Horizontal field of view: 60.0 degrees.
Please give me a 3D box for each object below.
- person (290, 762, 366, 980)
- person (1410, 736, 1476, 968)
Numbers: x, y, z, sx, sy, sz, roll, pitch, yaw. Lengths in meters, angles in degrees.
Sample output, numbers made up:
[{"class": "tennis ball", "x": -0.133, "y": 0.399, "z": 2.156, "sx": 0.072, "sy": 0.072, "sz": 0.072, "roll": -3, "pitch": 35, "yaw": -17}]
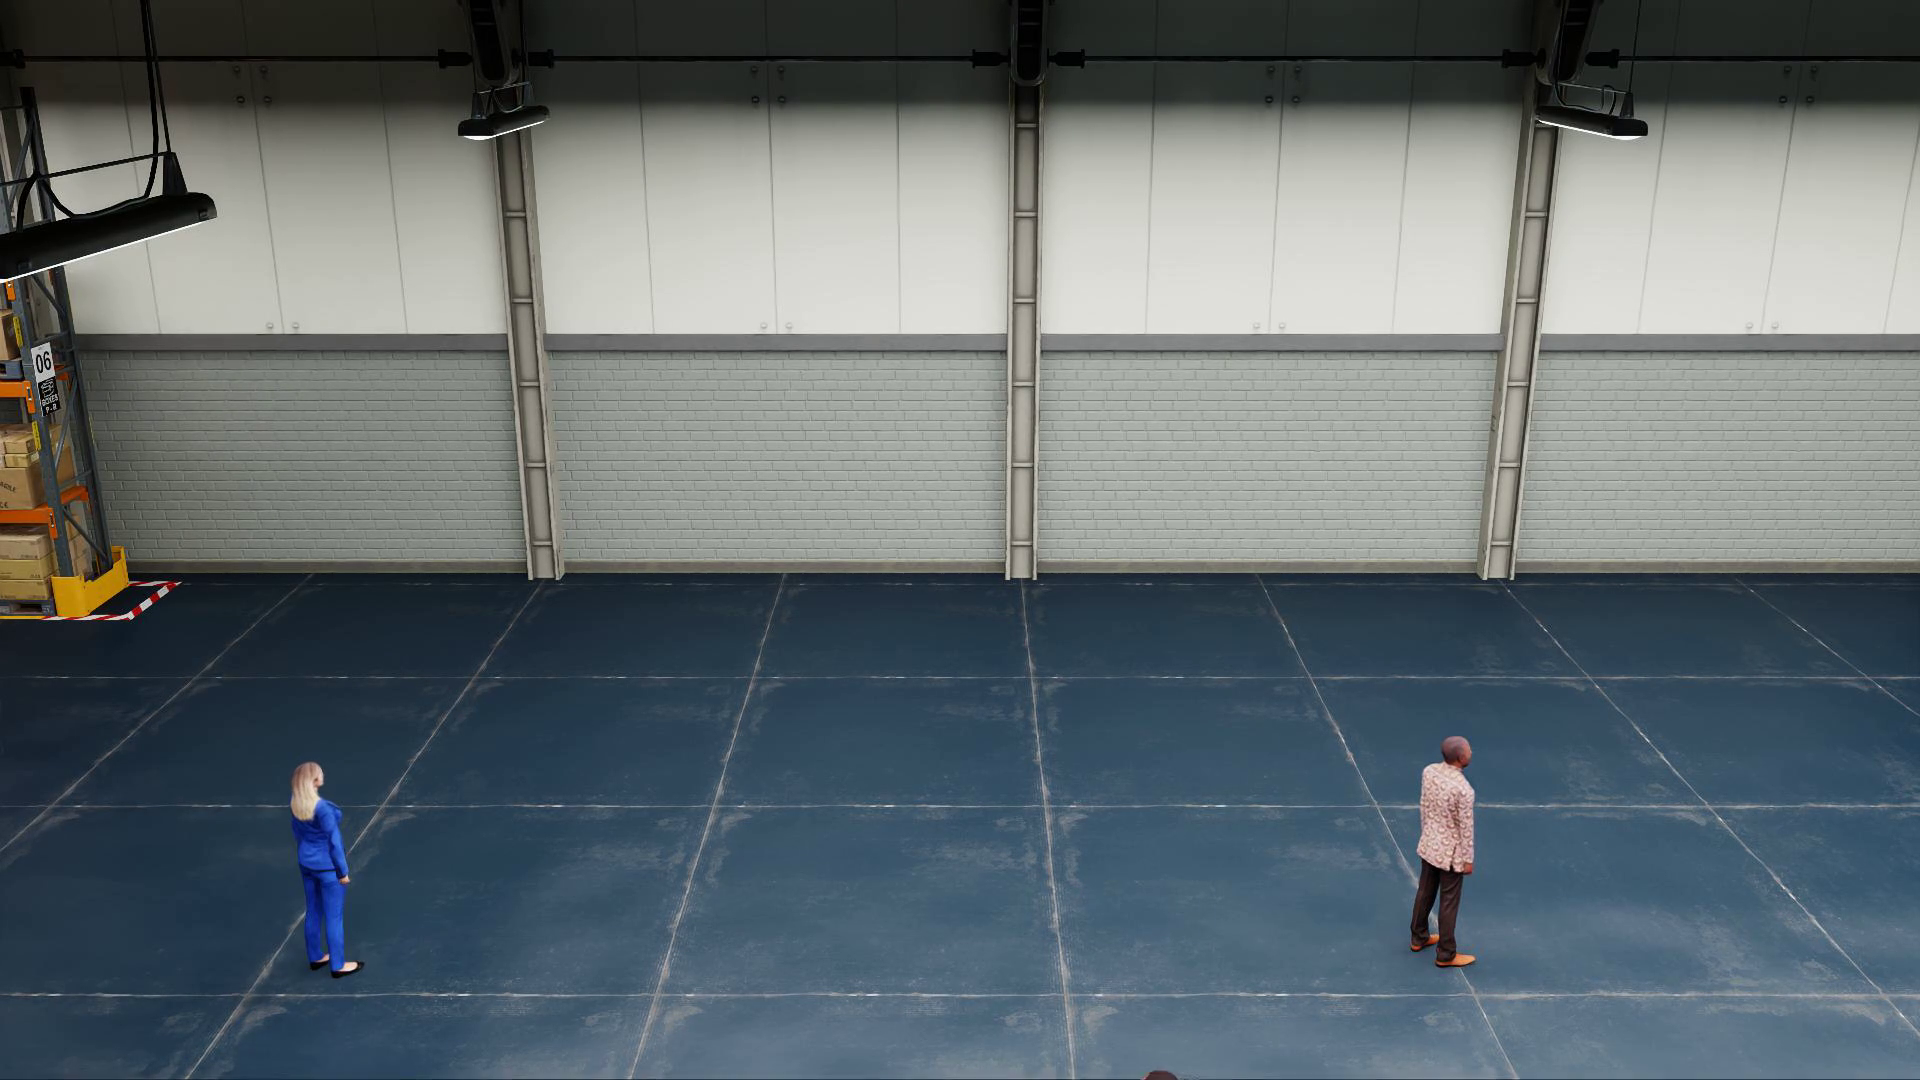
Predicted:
[{"class": "person", "x": -4.714, "y": 2.416, "z": 12.254, "sx": 0.662, "sy": 1.700, "sz": 0.768, "roll": 11, "pitch": 21, "yaw": 31}, {"class": "person", "x": 3.622, "y": 2.303, "z": 12.426, "sx": 0.749, "sy": 1.808, "sz": 0.765, "roll": -8, "pitch": 20, "yaw": -24}]
